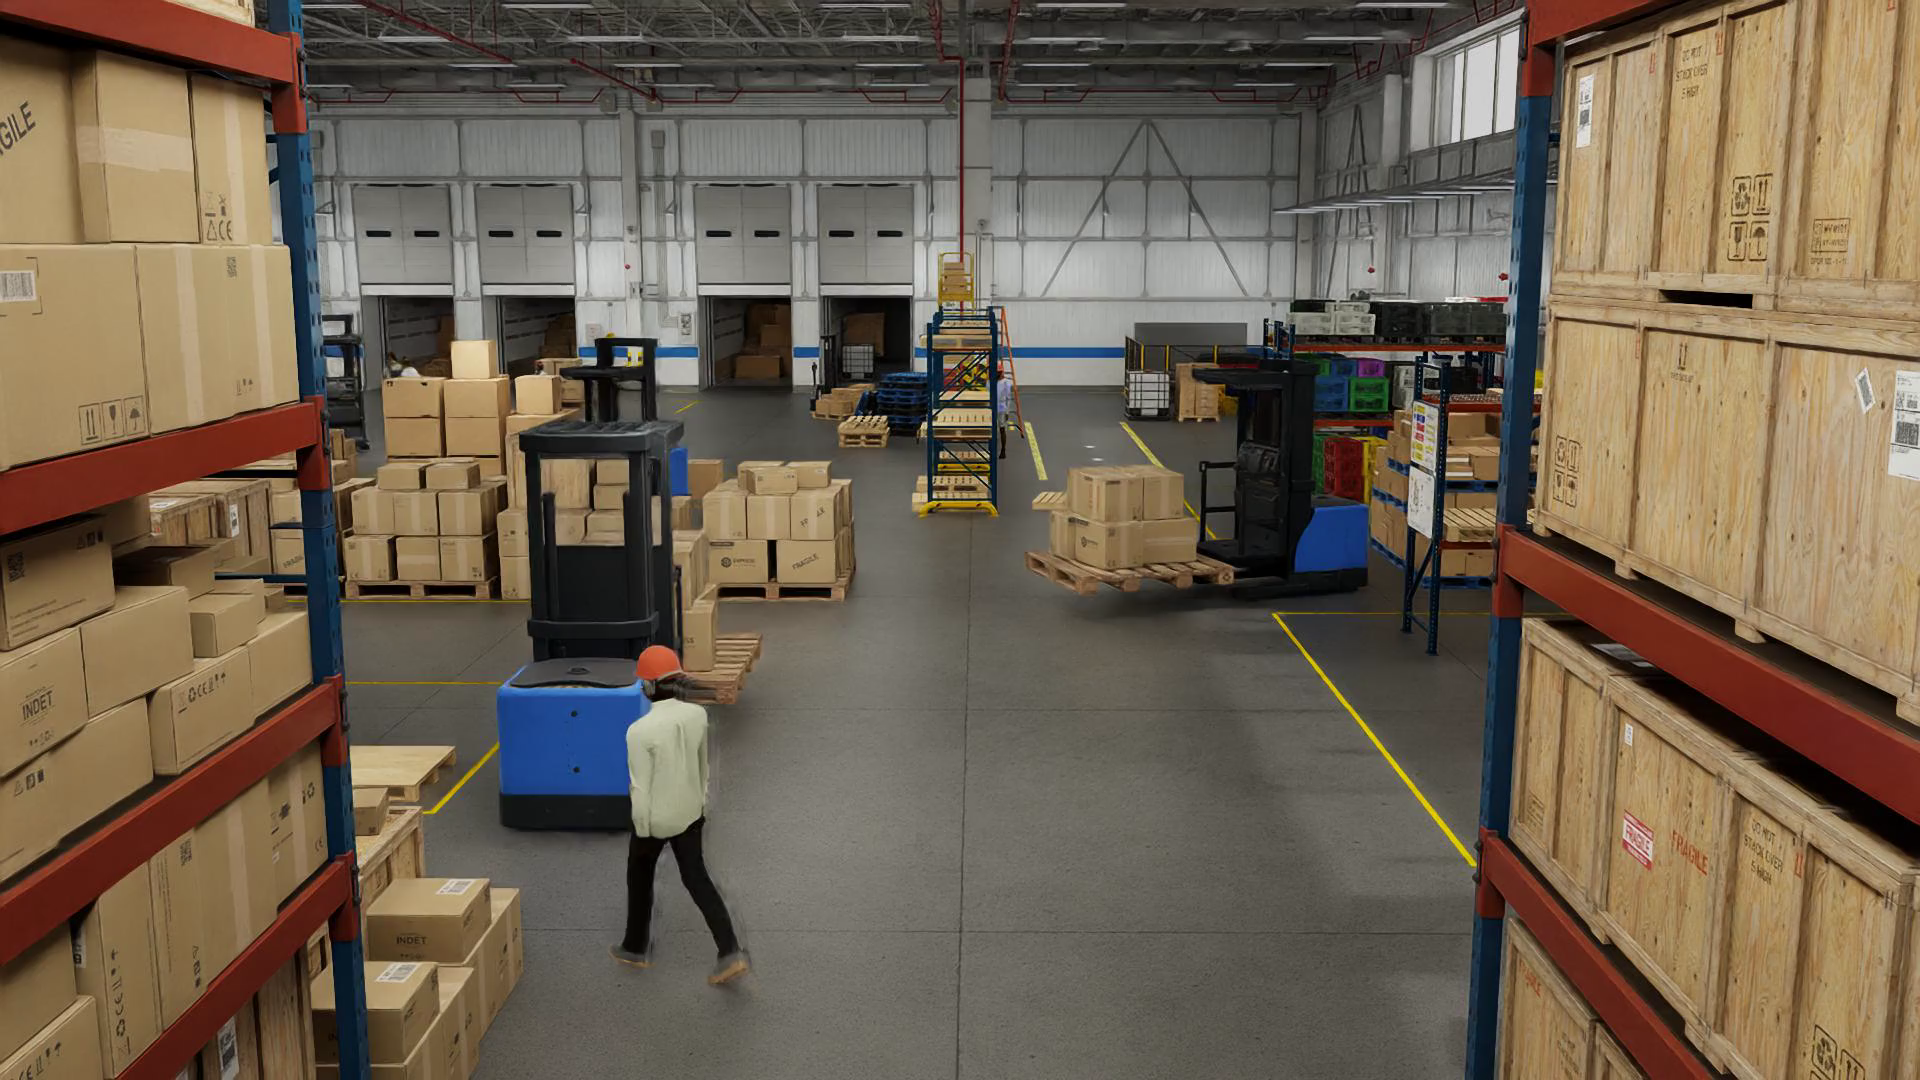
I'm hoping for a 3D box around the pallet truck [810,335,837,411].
[{"bbox_3d":[-3.021,-4.312,43.126,1.885,1.965,0.823,3,10,17],"label":"pallet truck"}]

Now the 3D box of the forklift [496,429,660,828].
[{"bbox_3d":[-2.749,0.560,12.472,1.129,2.768,1.873,0,10,1],"label":"forklift"}]

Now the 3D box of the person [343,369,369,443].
[{"bbox_3d":[-12.917,-2.861,35.564,0.523,1.738,0.506,4,11,23],"label":"person"}]

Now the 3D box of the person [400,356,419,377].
[{"bbox_3d":[-11.948,-3.013,35.933,0.953,1.890,0.640,3,10,15],"label":"person"}]

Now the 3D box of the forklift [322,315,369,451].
[{"bbox_3d":[-13.158,-3.321,34.861,1.129,2.768,1.873,-5,11,-25],"label":"forklift"}]

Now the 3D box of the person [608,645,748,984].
[{"bbox_3d":[-1.607,1.553,9.430,0.996,1.956,0.634,7,12,37],"label":"person"}]

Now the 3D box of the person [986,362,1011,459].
[{"bbox_3d":[0.743,-2.599,33.413,0.545,1.939,0.354,4,11,22],"label":"person"}]

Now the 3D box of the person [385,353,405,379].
[{"bbox_3d":[-13.080,-3.490,38.966,0.687,1.811,0.345,-4,11,-23],"label":"person"}]

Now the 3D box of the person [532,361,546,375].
[{"bbox_3d":[-9.733,-3.352,38.668,0.375,1.615,0.517,-8,13,-38],"label":"person"}]

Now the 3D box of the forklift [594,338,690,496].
[{"bbox_3d":[-5.075,-1.703,25.527,1.129,2.768,1.873,4,10,20],"label":"forklift"}]

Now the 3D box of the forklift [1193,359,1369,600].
[{"bbox_3d":[3.961,-0.790,20.258,1.873,2.768,1.129,-3,10,-19],"label":"forklift"}]
